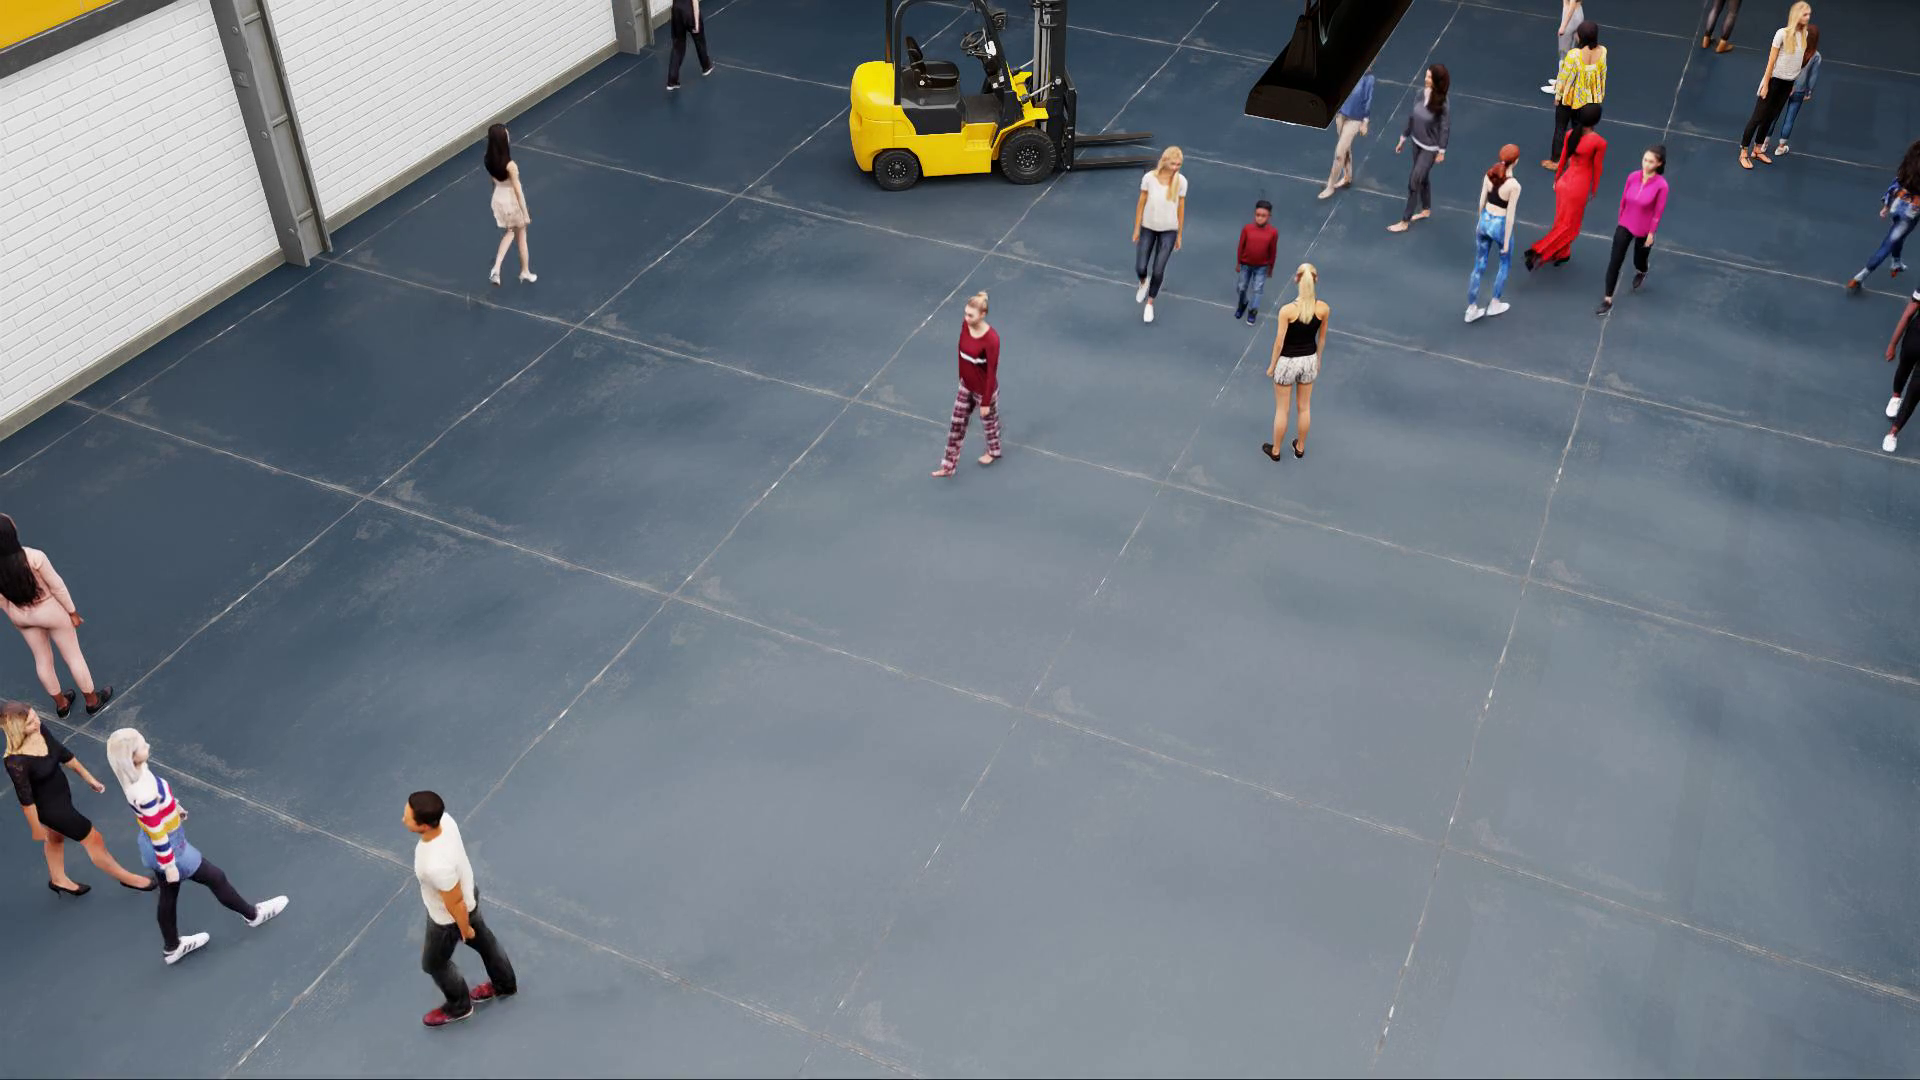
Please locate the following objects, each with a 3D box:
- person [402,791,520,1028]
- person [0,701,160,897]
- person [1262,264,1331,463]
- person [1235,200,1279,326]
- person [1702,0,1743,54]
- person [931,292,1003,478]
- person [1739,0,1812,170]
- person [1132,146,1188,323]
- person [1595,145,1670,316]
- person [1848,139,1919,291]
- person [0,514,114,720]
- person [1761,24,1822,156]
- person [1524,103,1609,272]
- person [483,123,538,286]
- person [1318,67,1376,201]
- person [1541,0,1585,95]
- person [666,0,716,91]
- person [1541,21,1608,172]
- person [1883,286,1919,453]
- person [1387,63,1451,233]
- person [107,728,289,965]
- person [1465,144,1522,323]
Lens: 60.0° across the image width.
[{"bbox_3d":[-2.782,2.045,9.418,0.923,1.786,0.876,-6,39,-8],"label":"person"},{"bbox_3d":[-5.573,1.613,10.062,0.921,1.646,0.924,-6,39,-8],"label":"person"},{"bbox_3d":[2.788,-1.465,13.754,0.695,1.849,0.708,-5,39,-6],"label":"person"},{"bbox_3d":[2.798,-2.655,15.722,0.542,1.251,0.532,10,40,13],"label":"person"},{"bbox_3d":[9.635,-6.973,20.759,0.704,1.713,0.701,-24,45,-27],"label":"person"},{"bbox_3d":[0.211,-1.292,13.678,1.075,1.672,0.864,-32,48,-33],"label":"person"},{"bbox_3d":[8.924,-4.986,18.180,0.672,1.827,0.749,-16,41,-19],"label":"person"},{"bbox_3d":[1.880,-2.921,15.629,0.728,1.783,0.816,7,39,9],"label":"person"},{"bbox_3d":[6.456,-2.964,15.778,0.755,1.675,1.094,29,47,31],"label":"person"},{"bbox_3d":[9.051,-3.099,16.016,1.139,1.579,1.042,-17,42,-21],"label":"person"},{"bbox_3d":[-6.284,0.523,11.366,0.698,1.721,0.698,-2,39,-3],"label":"person"},{"bbox_3d":[9.239,-5.010,18.490,0.594,1.478,0.532,22,43,25],"label":"person"},{"bbox_3d":[5.921,-3.365,16.216,1.085,1.755,0.943,-21,43,-24],"label":"person"},{"bbox_3d":[-4.390,-3.161,15.979,0.662,1.722,0.832,23,44,26],"label":"person"},{"bbox_3d":[4.200,-4.491,17.692,0.991,1.674,0.852,-27,46,-30],"label":"person"},{"bbox_3d":[7.256,-6.142,19.727,0.669,1.702,0.513,25,45,28],"label":"person"},{"bbox_3d":[-3.332,-6.190,19.788,0.611,1.702,1.155,15,41,18],"label":"person"},{"bbox_3d":[6.712,-4.831,18.128,0.884,1.650,0.944,-13,40,-16],"label":"person"},{"bbox_3d":[8.187,-1.664,14.139,0.704,1.678,1.204,20,43,23],"label":"person"},{"bbox_3d":[4.855,-4.062,17.090,0.992,1.743,0.912,-15,41,-18],"label":"person"},{"bbox_3d":[-4.710,1.825,9.690,1.106,1.779,0.942,-26,45,-29],"label":"person"},{"bbox_3d":[4.929,-2.824,15.522,0.889,1.776,0.782,-26,45,-29],"label":"person"}]
